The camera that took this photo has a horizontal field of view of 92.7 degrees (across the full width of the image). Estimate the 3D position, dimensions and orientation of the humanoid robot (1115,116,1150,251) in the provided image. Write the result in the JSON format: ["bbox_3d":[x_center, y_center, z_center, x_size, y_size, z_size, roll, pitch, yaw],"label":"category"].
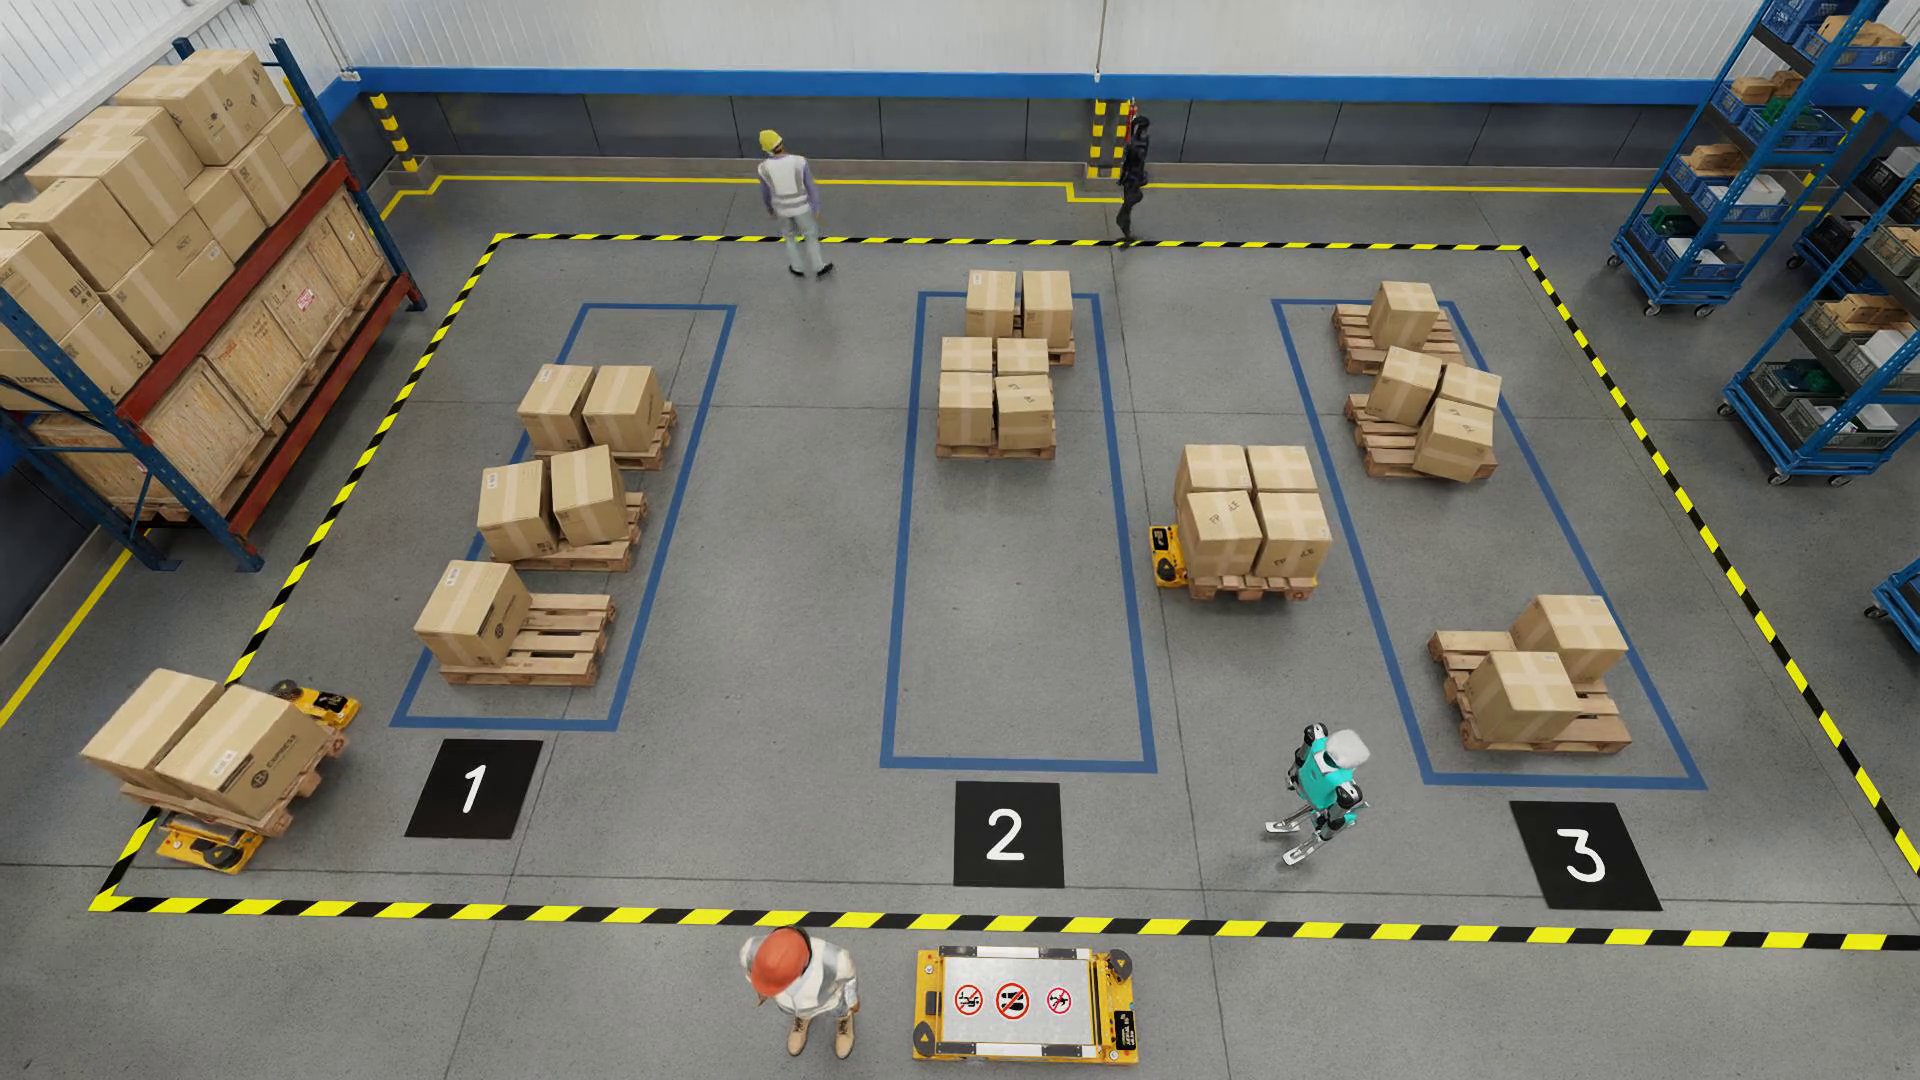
[{"bbox_3d":[2.080,-4.320,11.097,0.368,1.645,0.600,-7,51,-5],"label":"humanoid robot"}]

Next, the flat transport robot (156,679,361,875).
[{"bbox_3d":[-5.370,1.767,7.027,0.652,0.197,1.431,11,52,9],"label":"flat transport robot"}]

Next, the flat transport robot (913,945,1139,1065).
[{"bbox_3d":[0.422,3.041,6.007,1.431,0.231,0.659,1,51,1],"label":"flat transport robot"}]

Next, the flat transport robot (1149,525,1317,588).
[{"bbox_3d":[2.486,0.119,8.371,1.431,0.197,0.652,1,51,1],"label":"flat transport robot"}]

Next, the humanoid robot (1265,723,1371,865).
[{"bbox_3d":[2.506,1.684,6.082,0.735,1.673,0.533,-11,52,-9],"label":"humanoid robot"}]

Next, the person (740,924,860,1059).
[{"bbox_3d":[-0.876,2.602,5.224,0.613,2.036,0.387,4,51,3],"label":"person"}]

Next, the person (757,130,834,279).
[{"bbox_3d":[-1.939,-3.874,10.666,0.693,1.783,0.443,-6,51,-5],"label":"person"}]
